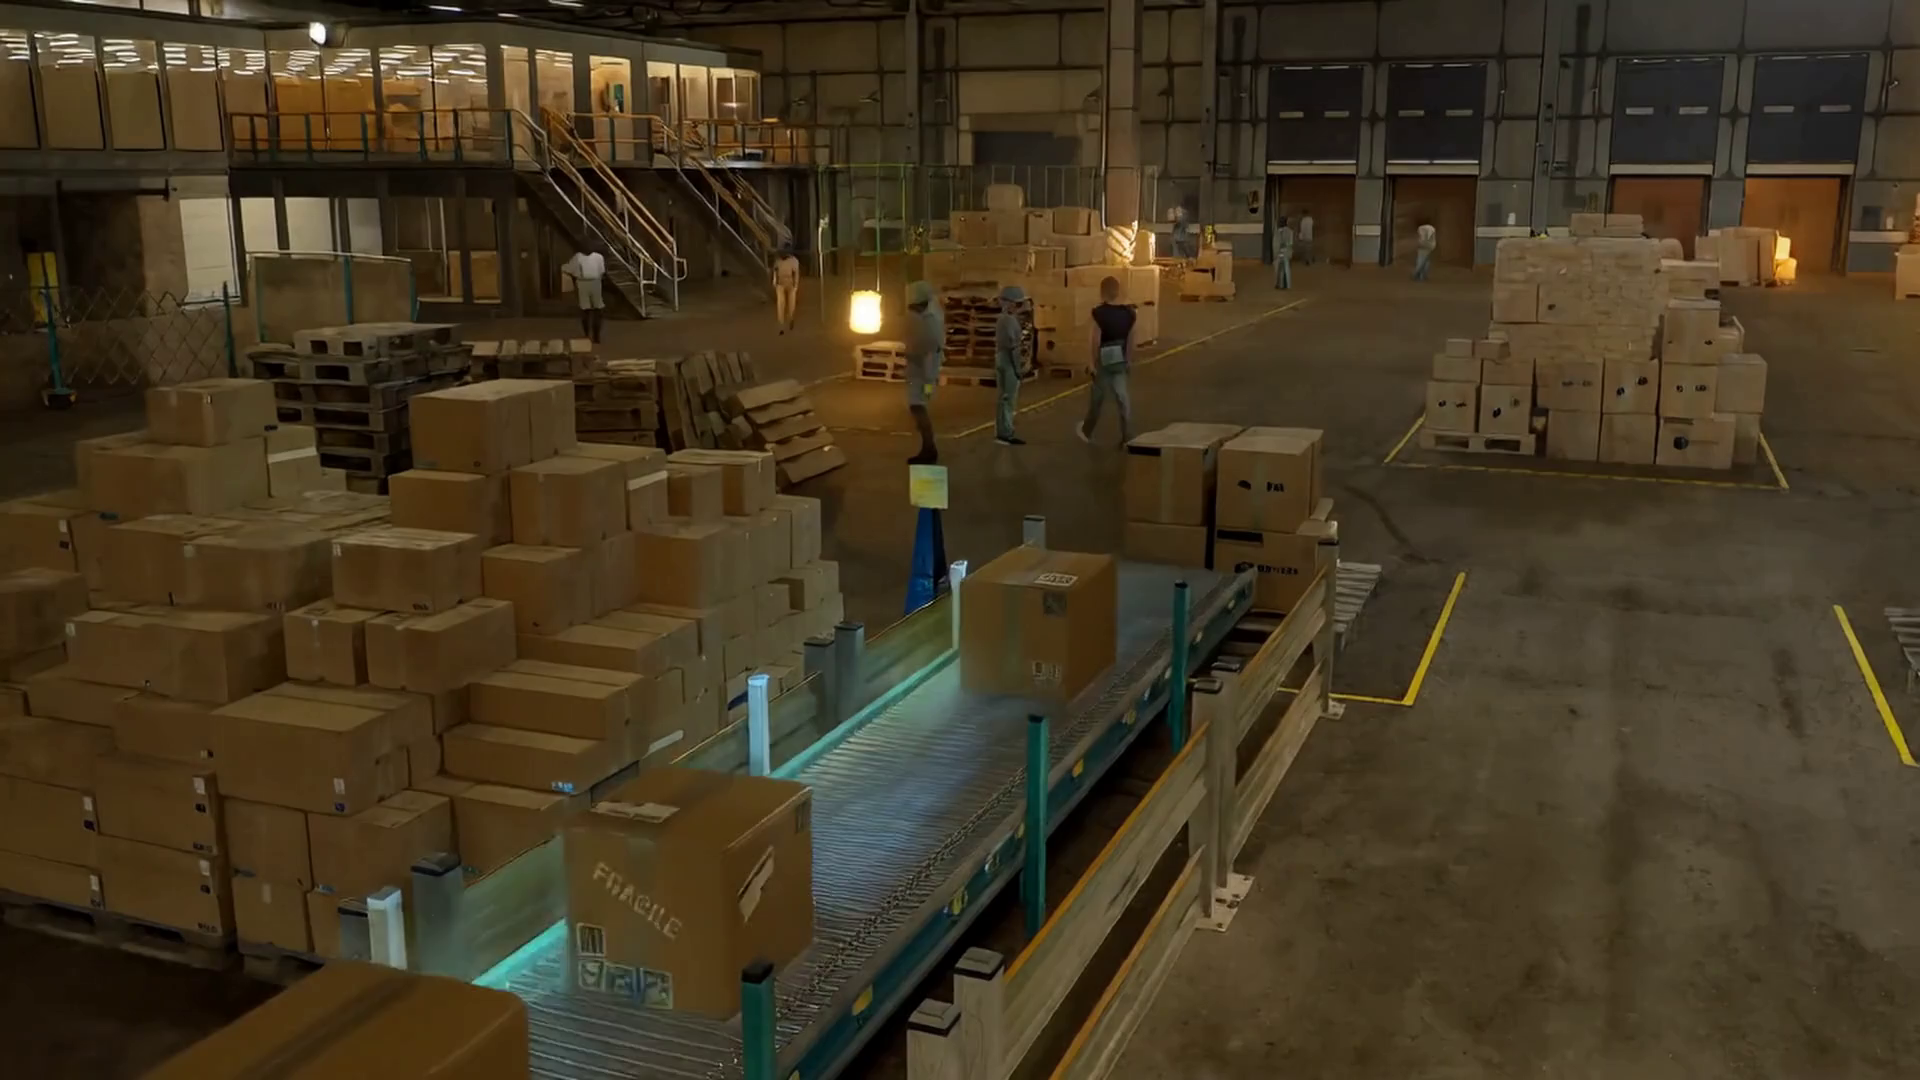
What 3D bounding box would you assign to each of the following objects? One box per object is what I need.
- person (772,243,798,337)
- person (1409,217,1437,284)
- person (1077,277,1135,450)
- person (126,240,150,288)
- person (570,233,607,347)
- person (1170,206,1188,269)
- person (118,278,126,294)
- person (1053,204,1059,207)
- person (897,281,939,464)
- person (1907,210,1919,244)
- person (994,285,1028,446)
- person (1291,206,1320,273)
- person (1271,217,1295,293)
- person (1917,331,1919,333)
[{"bbox_3d":[-3.199,-4.604,30.498,0.481,1.704,0.768,-1,13,-6],"label":"person"},{"bbox_3d":[12.297,-7.709,44.304,0.896,1.782,0.653,-5,13,-20],"label":"person"},{"bbox_3d":[1.629,-1.926,18.120,0.609,1.866,1.031,-6,14,-26],"label":"person"},{"bbox_3d":[-19.232,-6.571,38.854,0.667,1.895,0.428,1,13,6],"label":"person"},{"bbox_3d":[-6.308,-4.244,28.332,0.636,1.945,0.490,-7,14,-27],"label":"person"},{"bbox_3d":[6.637,-9.243,50.829,0.585,1.910,0.770,-4,13,-19],"label":"person"},{"bbox_3d":[-20.144,-6.888,40.479,0.976,1.819,0.534,-9,15,-35],"label":"person"},{"bbox_3d":[3.031,-9.770,53.141,0.557,1.927,0.638,4,13,19],"label":"person"},{"bbox_3d":[-0.380,-1.701,17.077,0.427,1.897,0.607,-5,14,-21],"label":"person"},{"bbox_3d":[25.824,-7.948,44.995,0.367,1.928,0.584,1,13,7],"label":"person"},{"bbox_3d":[0.560,-1.923,18.332,0.310,1.768,0.533,-5,13,-20],"label":"person"},{"bbox_3d":[10.200,-8.832,48.899,0.925,1.966,0.622,10,16,38],"label":"person"},{"bbox_3d":[7.969,-7.045,41.138,0.627,1.845,0.429,-10,16,-38],"label":"person"},{"bbox_3d":[18.139,-4.641,30.432,0.582,1.822,0.919,-7,15,-30],"label":"person"}]
